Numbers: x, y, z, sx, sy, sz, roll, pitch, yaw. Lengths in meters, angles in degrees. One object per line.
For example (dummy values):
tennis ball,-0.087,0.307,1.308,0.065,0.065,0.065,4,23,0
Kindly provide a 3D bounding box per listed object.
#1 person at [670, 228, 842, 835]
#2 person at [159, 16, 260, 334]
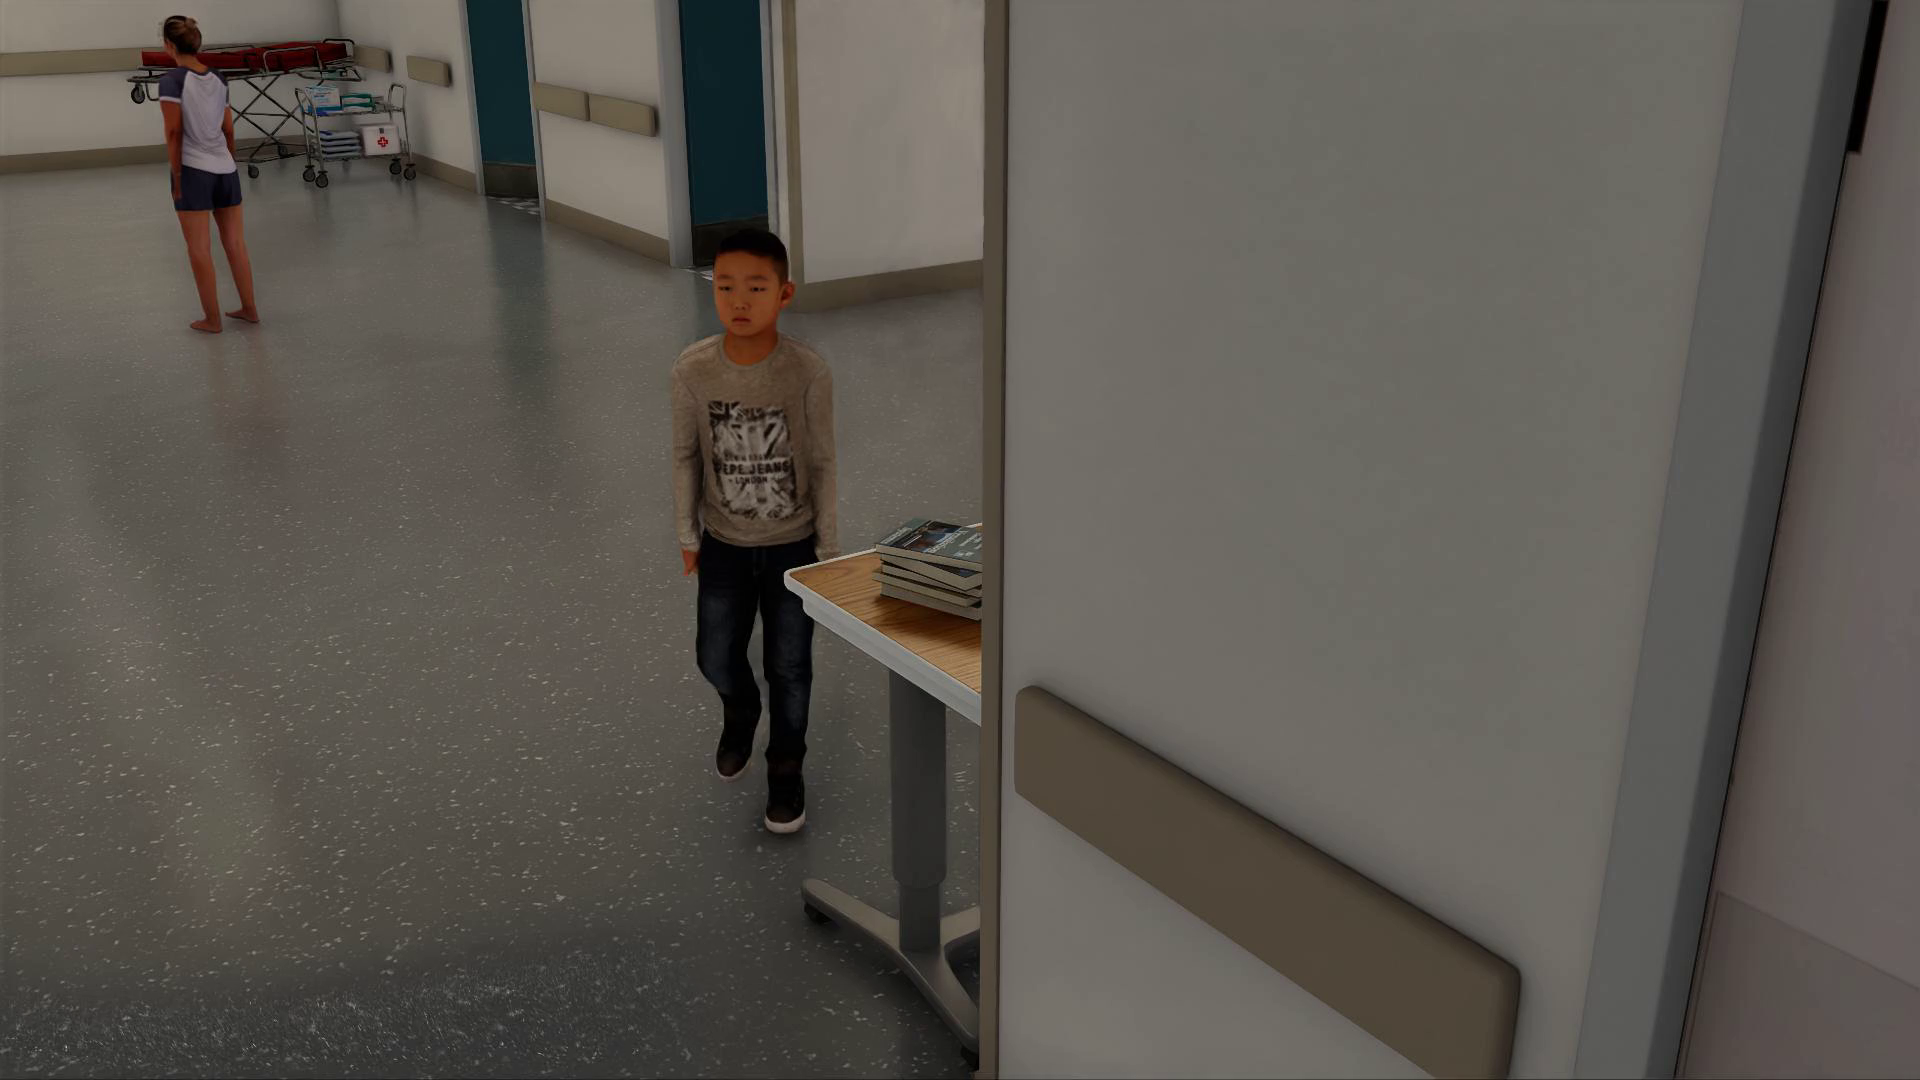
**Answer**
person,-0.467,-0.028,4.021,0.698,1.454,0.767,-1,21,-2
person,-3.988,-1.924,8.789,0.647,1.621,0.635,10,23,26
